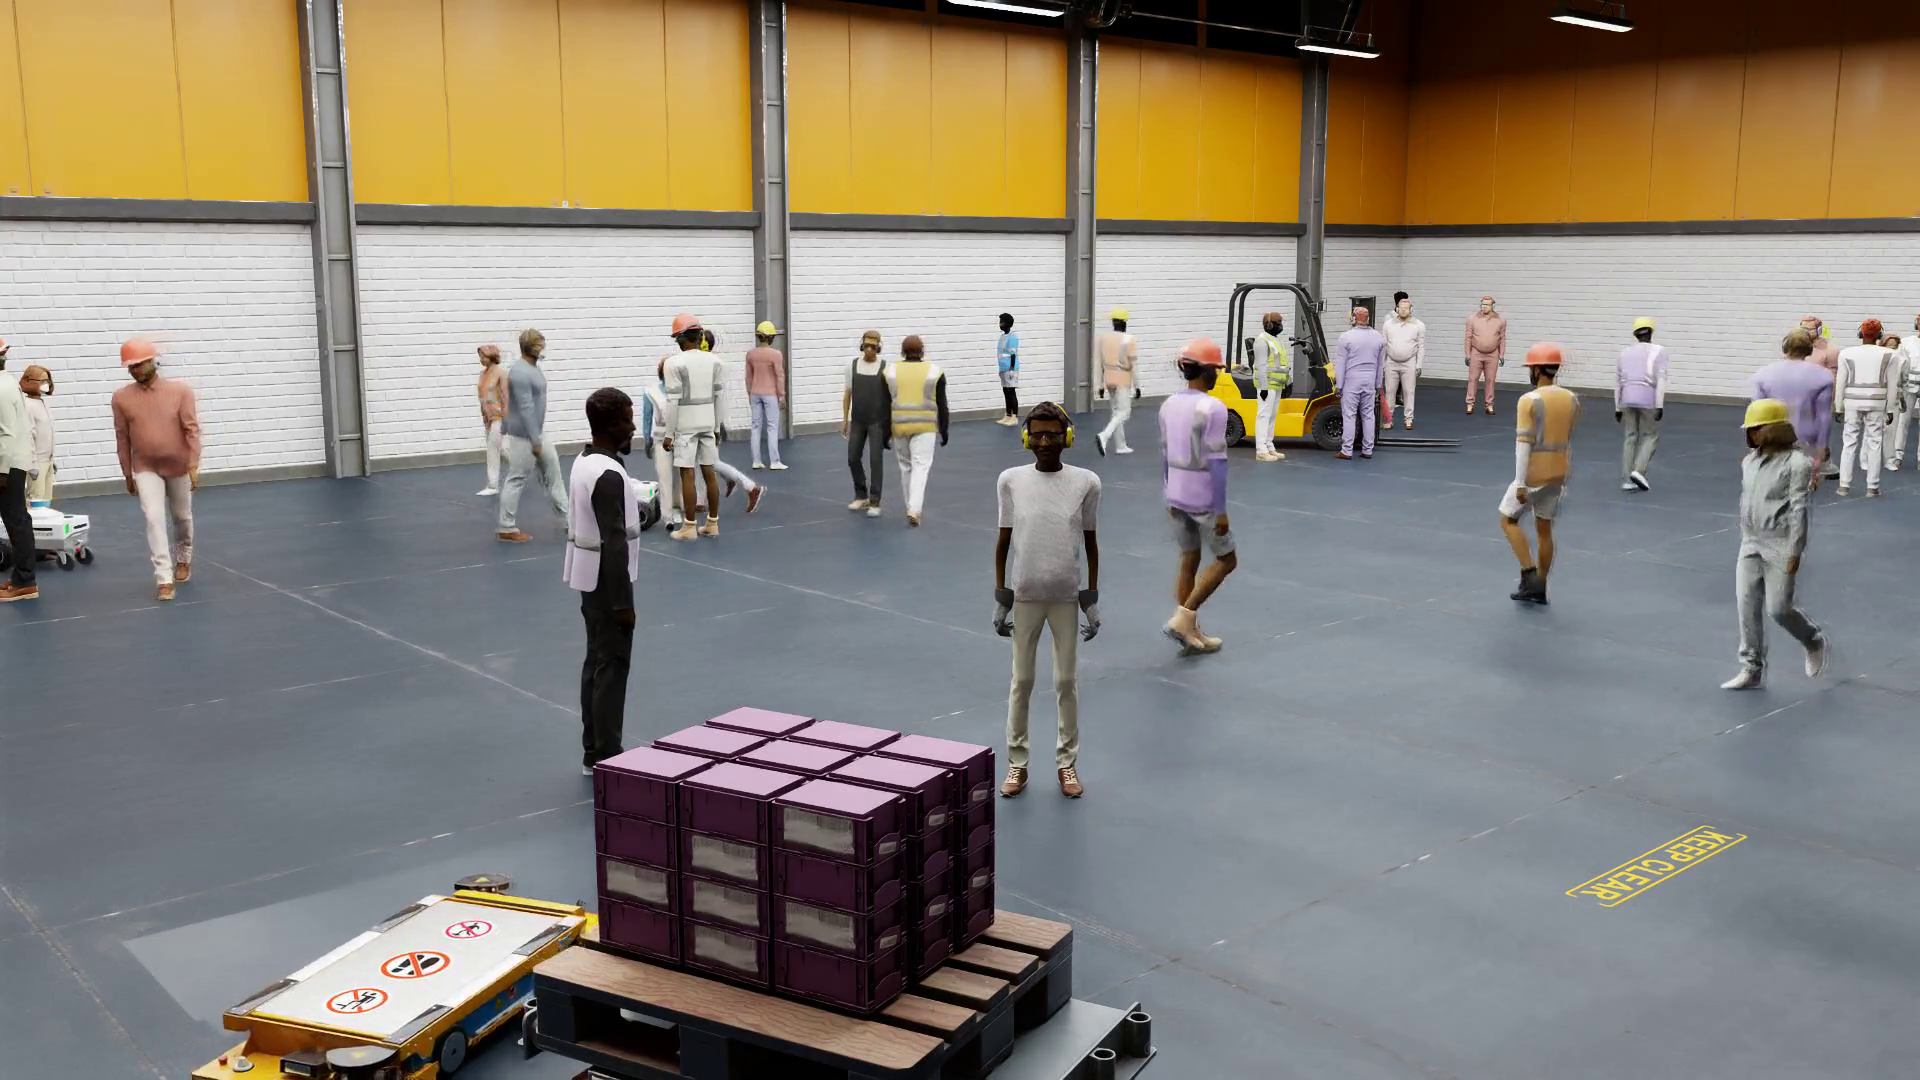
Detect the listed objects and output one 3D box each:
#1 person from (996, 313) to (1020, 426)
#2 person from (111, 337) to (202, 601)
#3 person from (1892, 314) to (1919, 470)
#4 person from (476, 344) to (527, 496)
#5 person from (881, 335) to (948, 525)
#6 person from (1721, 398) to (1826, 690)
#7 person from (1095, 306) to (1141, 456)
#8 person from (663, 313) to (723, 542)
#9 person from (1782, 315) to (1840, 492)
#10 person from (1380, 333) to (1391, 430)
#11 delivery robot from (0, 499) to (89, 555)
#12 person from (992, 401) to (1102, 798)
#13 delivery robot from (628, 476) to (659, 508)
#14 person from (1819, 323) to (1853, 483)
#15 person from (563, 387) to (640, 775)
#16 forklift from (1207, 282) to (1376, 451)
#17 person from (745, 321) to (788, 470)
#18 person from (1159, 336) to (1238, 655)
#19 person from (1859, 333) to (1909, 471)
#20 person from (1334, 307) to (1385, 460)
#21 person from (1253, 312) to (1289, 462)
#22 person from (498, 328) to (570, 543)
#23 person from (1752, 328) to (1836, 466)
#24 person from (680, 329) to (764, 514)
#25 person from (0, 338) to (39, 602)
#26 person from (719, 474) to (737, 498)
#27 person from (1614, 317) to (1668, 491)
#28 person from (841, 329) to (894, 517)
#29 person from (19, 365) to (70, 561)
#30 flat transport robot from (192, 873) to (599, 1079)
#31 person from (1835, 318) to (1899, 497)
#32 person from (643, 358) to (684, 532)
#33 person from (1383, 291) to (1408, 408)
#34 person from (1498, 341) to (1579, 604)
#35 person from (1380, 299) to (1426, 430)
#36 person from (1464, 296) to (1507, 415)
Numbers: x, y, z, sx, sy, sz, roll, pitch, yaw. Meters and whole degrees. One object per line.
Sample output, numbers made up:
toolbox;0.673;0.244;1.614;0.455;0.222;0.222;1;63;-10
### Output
person;0.720;-2.552;24.917;0.320;1.694;0.537;-3;10;-18
person;-6.035;-0.570;12.569;0.608;1.947;1.000;-3;10;-19
person;11.391;-1.766;19.742;0.575;1.882;0.359;6;11;30
person;-4.906;-1.295;17.775;0.519;1.612;0.677;10;14;44
person;-0.440;-1.044;15.831;0.622;1.800;0.966;1;10;8
person;4.767;0.029;9.700;0.561;1.717;0.498;-4;10;-22
person;1.971;-2.003;21.058;0.599;1.905;0.789;9;13;43
person;-2.392;-1.000;14.814;0.385;2.035;0.605;9;13;44
person;9.101;-1.471;17.950;0.409;1.908;0.639;-7;12;-36
person;5.940;-2.458;24.231;0.589;1.754;0.389;-4;10;-20
delivery robot;-7.483;-0.087;13.518;0.707;0.478;0.477;0;10;3
person;0.407;0.281;7.793;0.516;1.872;0.327;0;10;3
delivery robot;-3.183;-0.428;15.516;0.707;0.478;0.477;0;10;1
person;9.608;-1.554;18.793;0.924;1.786;0.611;5;11;29
person;-1.687;0.231;7.948;0.379;1.916;0.597;-4;11;-24
forklift;4.328;-2.346;22.227;2.313;2.155;1.214;3;10;16
person;-2.304;-1.708;19.742;0.526;1.768;0.331;5;11;28
person;1.496;-0.260;10.471;0.422;2.031;0.644;-5;11;-29
person;10.923;-1.624;19.649;0.509;1.630;0.314;1;10;5
person;4.969;-1.951;20.785;0.644;1.903;0.401;-3;10;-18
person;3.867;-1.905;20.671;0.429;1.847;0.627;5;11;28
person;-3.659;-0.903;14.651;0.952;1.892;0.646;0;10;1
person;7.092;-0.841;14.205;0.633;1.923;0.499;7;12;36
person;-2.374;-1.146;16.266;0.799;1.839;0.502;-1;10;-6
person;-7.066;-0.542;12.278;0.393;1.985;0.611;-5;11;-25
person;-2.584;-1.167;16.982;0.573;1.615;0.514;-2;10;-13
person;7.386;-1.474;18.054;0.586;1.873;0.633;-8;13;-40
person;-0.899;-1.142;16.239;0.567;1.831;0.440;2;10;13
person;-7.672;-0.643;13.893;0.281;1.631;0.506;-2;10;-11
flat transport robot;-1.760;1.467;5.527;0.652;0.197;1.431;3;10;19
person;9.544;-1.391;17.546;0.576;1.882;0.355;5;11;27
person;-2.672;-0.892;15.468;0.519;1.589;0.853;-3;10;-18
person;7.332;-3.187;27.875;0.610;1.953;0.391;-8;12;-38
person;4.205;-0.480;12.094;0.562;1.921;0.394;-4;10;-22
person;6.462;-2.570;24.369;0.642;1.913;0.408;4;10;22
person;8.407;-2.953;26.633;0.643;1.905;0.400;2;10;10
